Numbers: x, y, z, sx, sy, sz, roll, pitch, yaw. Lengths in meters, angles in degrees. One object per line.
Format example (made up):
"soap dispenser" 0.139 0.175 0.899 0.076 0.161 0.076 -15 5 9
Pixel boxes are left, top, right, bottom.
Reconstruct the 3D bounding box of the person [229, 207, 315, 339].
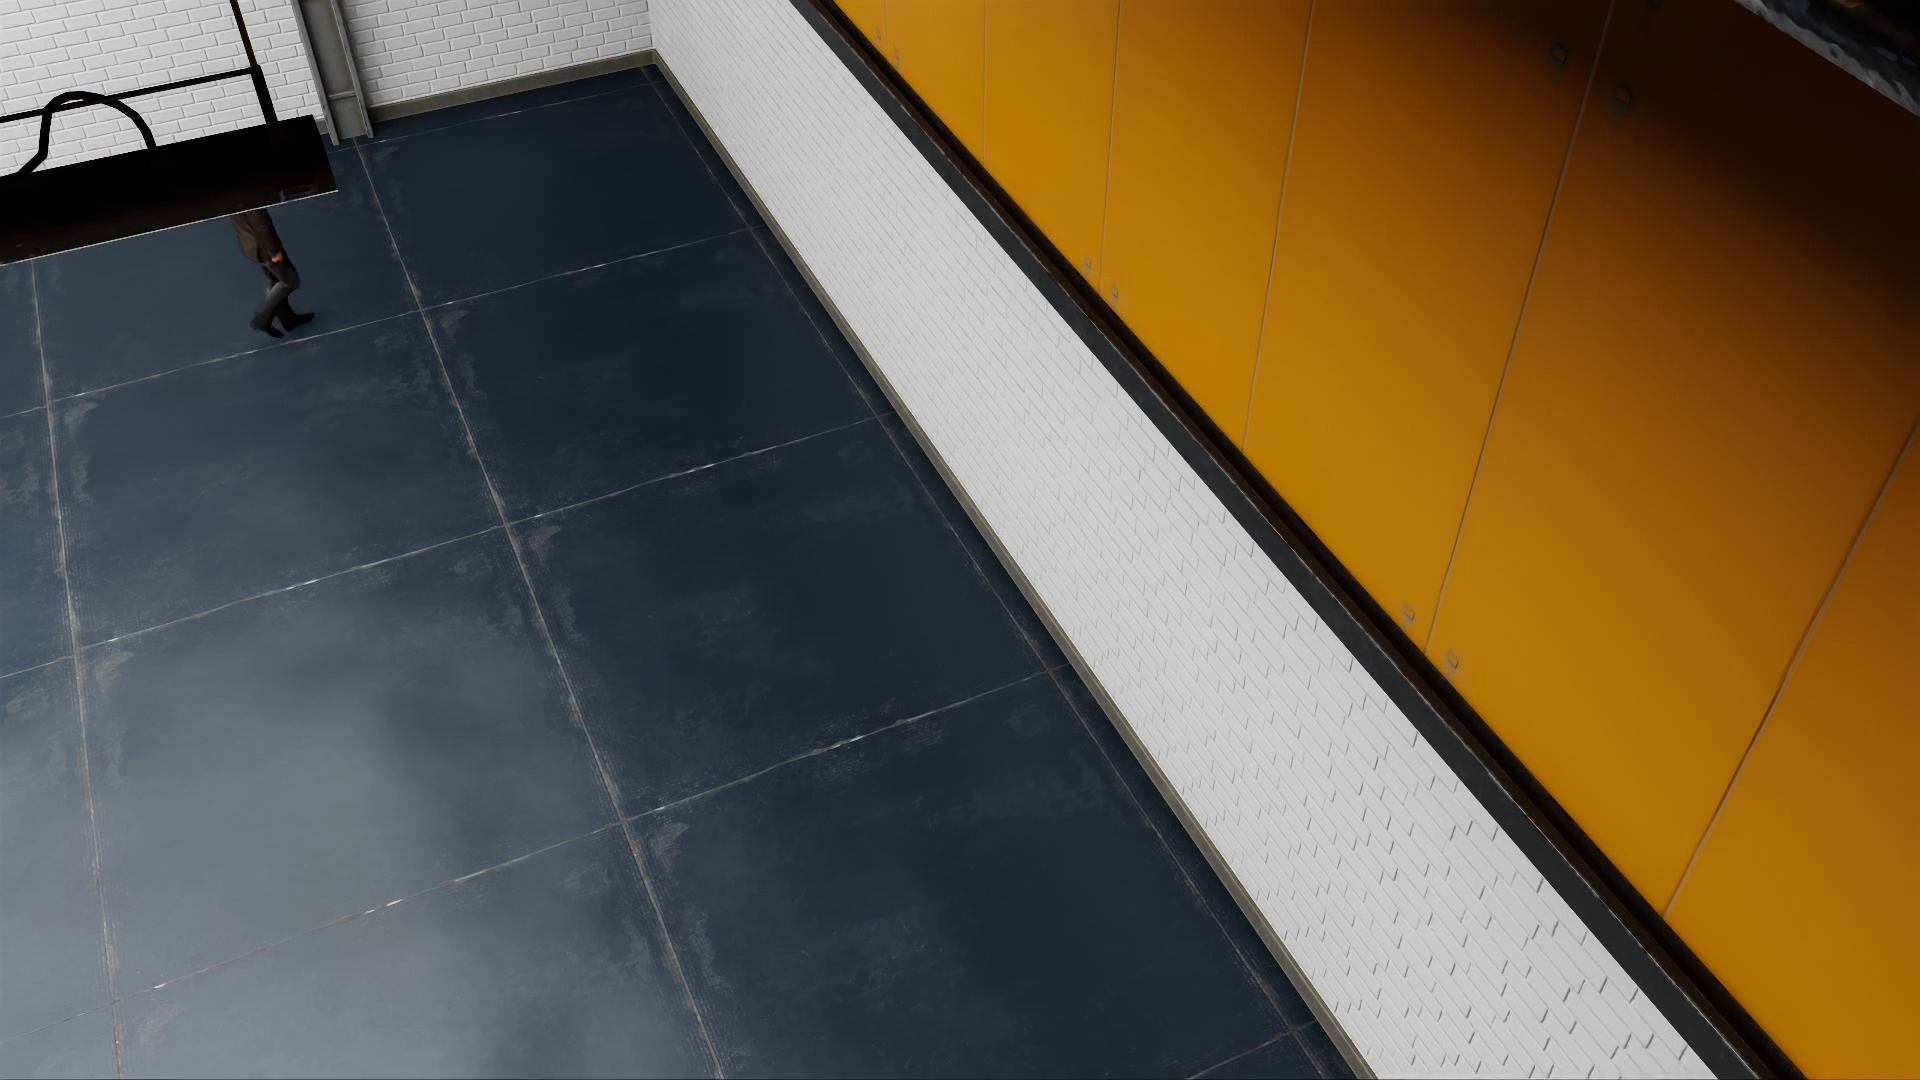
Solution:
"person" -5.738 -2.393 13.468 0.903 1.795 0.834 -33 53 -30
